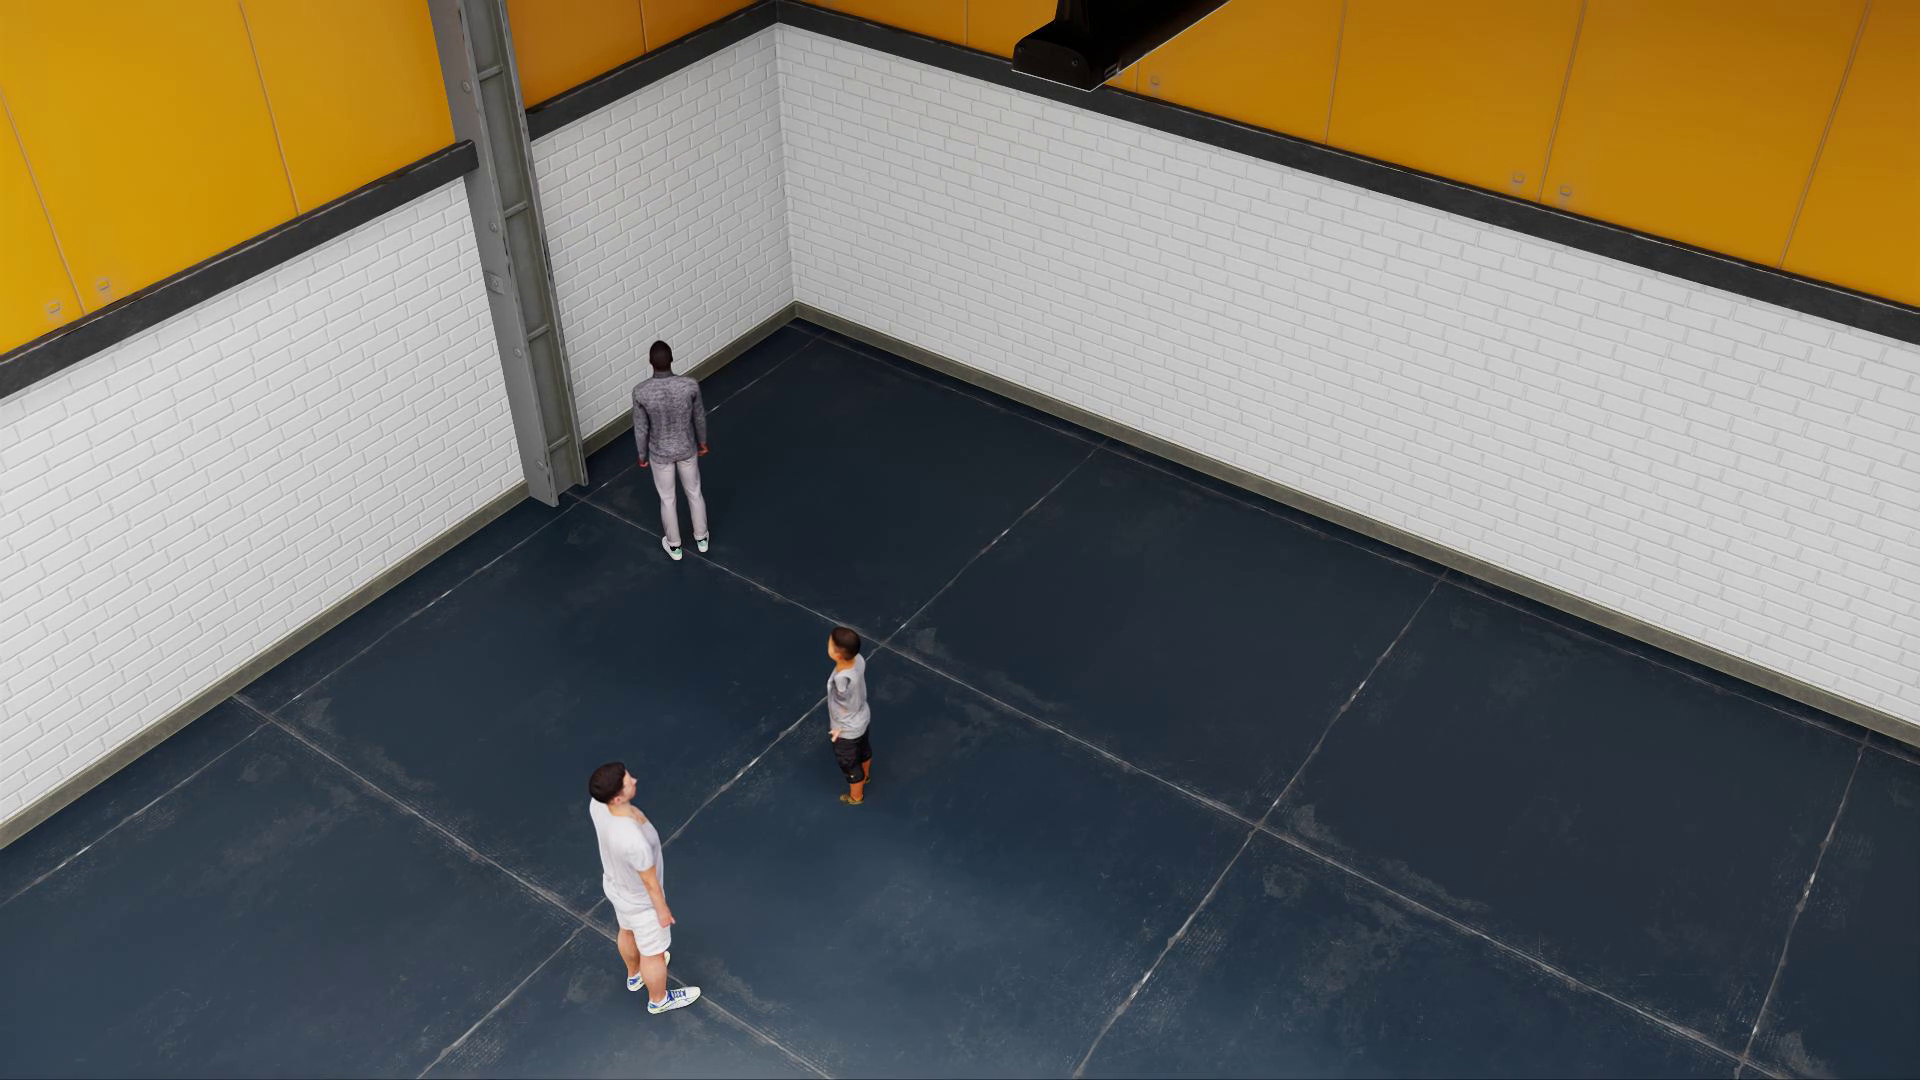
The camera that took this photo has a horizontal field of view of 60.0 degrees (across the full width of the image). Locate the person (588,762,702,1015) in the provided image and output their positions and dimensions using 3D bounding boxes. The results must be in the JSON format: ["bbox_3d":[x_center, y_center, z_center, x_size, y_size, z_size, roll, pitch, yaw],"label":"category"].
[{"bbox_3d":[-1.771,1.883,9.033,0.674,1.856,0.738,-27,46,-29],"label":"person"}]

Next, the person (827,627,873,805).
[{"bbox_3d":[-0.687,1.060,10.384,0.693,1.456,0.550,10,40,12],"label":"person"}]

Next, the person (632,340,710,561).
[{"bbox_3d":[-2.113,-0.662,12.235,0.696,1.838,0.824,-14,41,-17],"label":"person"}]
